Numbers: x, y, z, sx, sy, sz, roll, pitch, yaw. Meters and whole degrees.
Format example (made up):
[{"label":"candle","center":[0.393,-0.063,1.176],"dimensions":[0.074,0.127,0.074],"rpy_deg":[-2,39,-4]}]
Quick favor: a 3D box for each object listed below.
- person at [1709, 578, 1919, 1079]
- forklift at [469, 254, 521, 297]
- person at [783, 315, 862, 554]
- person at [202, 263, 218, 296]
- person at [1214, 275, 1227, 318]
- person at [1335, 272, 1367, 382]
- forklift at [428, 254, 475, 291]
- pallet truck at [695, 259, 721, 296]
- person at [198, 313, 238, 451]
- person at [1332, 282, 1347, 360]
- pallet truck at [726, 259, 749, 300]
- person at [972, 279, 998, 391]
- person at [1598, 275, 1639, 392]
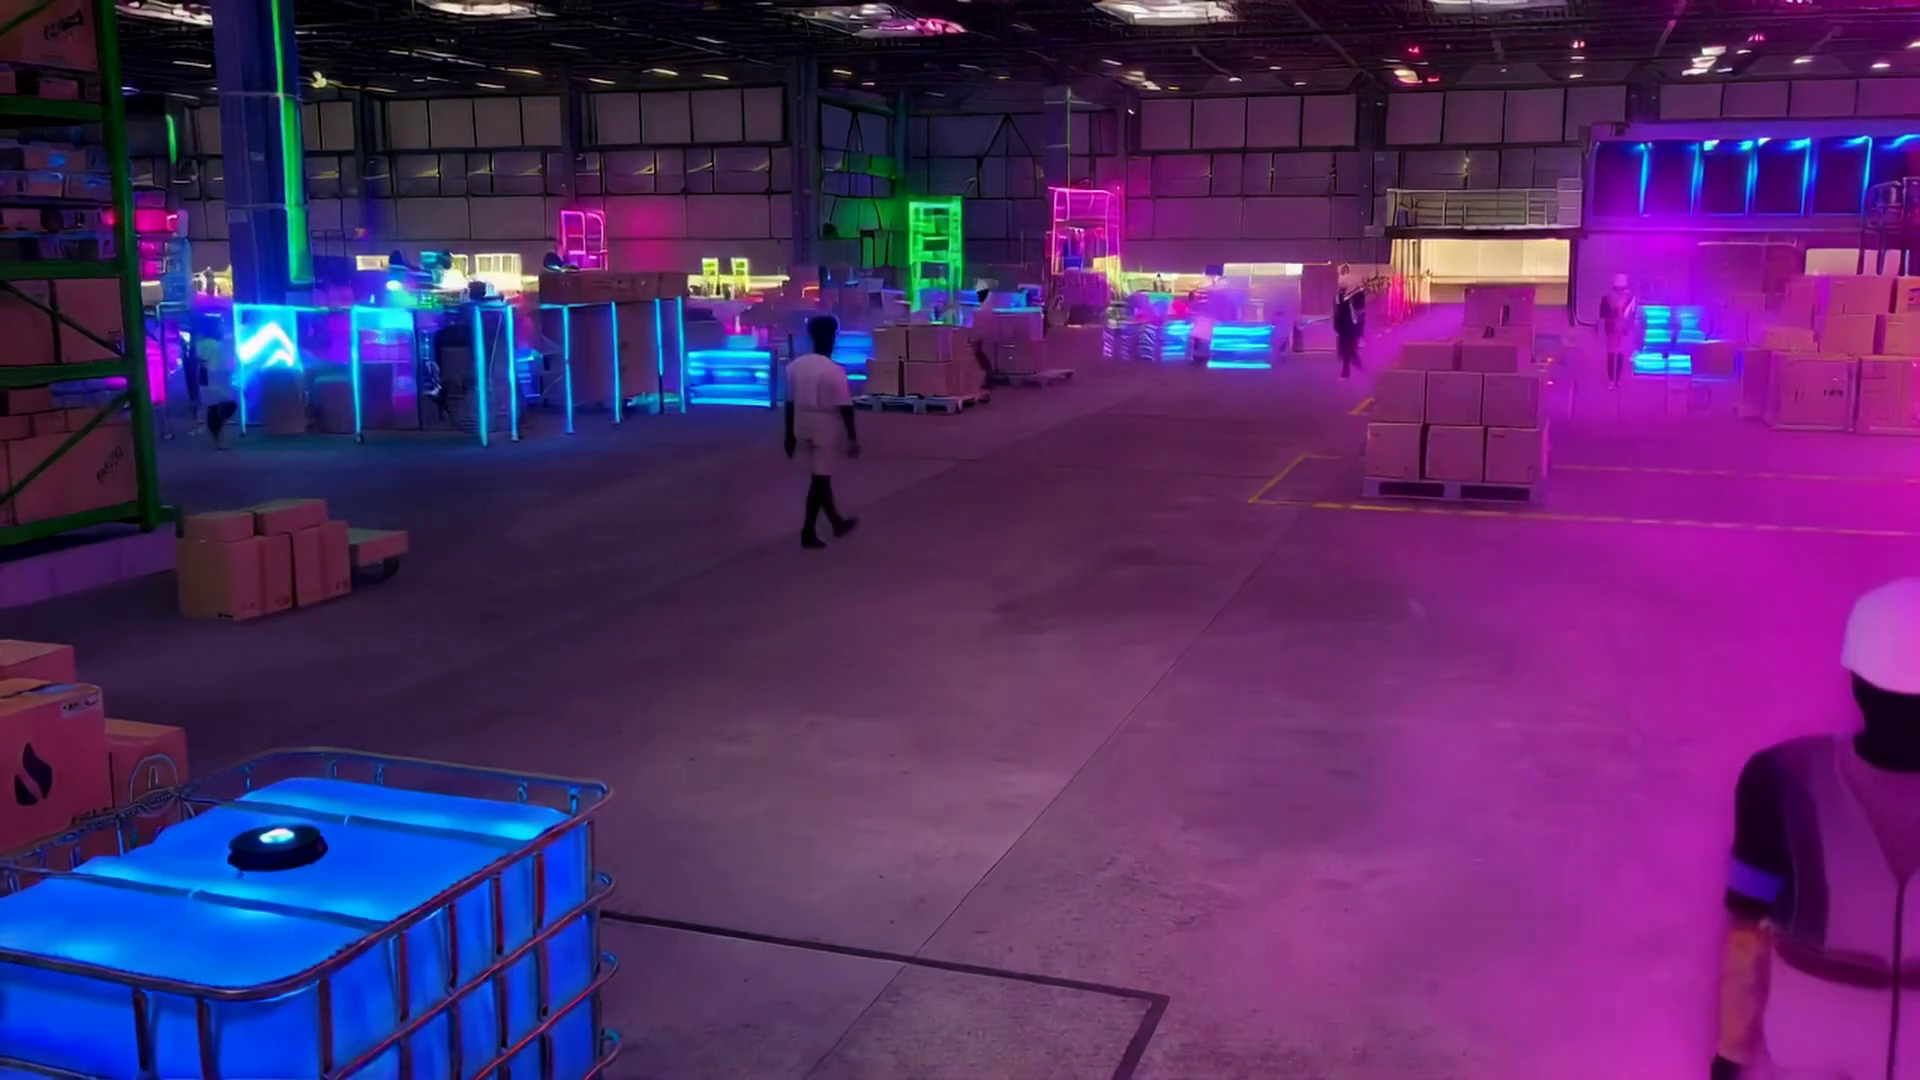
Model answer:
[{"label":"person","center":[1.796,1.001,3.248],"dimensions":[0.561,1.884,0.980],"rpy_deg":[3,10,16]},{"label":"forklift","center":[-17.990,-10.121,64.684],"dimensions":[1.157,1.987,2.680],"rpy_deg":[3,11,17]},{"label":"person","center":[-1.052,-0.883,13.717],"dimensions":[0.619,1.925,0.932],"rpy_deg":[9,14,42]},{"label":"person","center":[-28.716,-9.697,63.705],"dimensions":[0.593,1.804,0.702],"rpy_deg":[-5,11,-26]},{"label":"person","center":[6.742,-5.988,43.048],"dimensions":[0.883,1.725,0.532],"rpy_deg":[-6,12,-31]},{"label":"person","center":[7.097,-3.892,30.356],"dimensions":[0.537,2.000,0.698],"rpy_deg":[-2,10,-11]},{"label":"forklift","center":[-20.133,-10.254,65.465],"dimensions":[1.157,1.987,2.680],"rpy_deg":[3,11,19]},{"label":"pallet truck","center":[-9.165,-9.627,62.776],"dimensions":[0.823,1.965,1.885],"rpy_deg":[4,11,23]},{"label":"person","center":[-9.038,-1.910,20.217],"dimensions":[0.379,1.682,0.543],"rpy_deg":[3,10,14]},{"label":"person","center":[8.419,-4.863,36.393],"dimensions":[0.583,1.845,0.980],"rpy_deg":[5,11,27]},{"label":"pallet truck","center":[-7.986,-9.493,62.019],"dimensions":[0.823,1.965,1.885],"rpy_deg":[3,11,17]},{"label":"person","center":[0.397,-3.465,28.302],"dimensions":[0.415,1.914,0.535],"rpy_deg":[0,10,-3]},{"label":"person","center":[11.365,-3.571,28.716],"dimensions":[0.622,1.992,1.083],"rpy_deg":[3,11,18]}]
